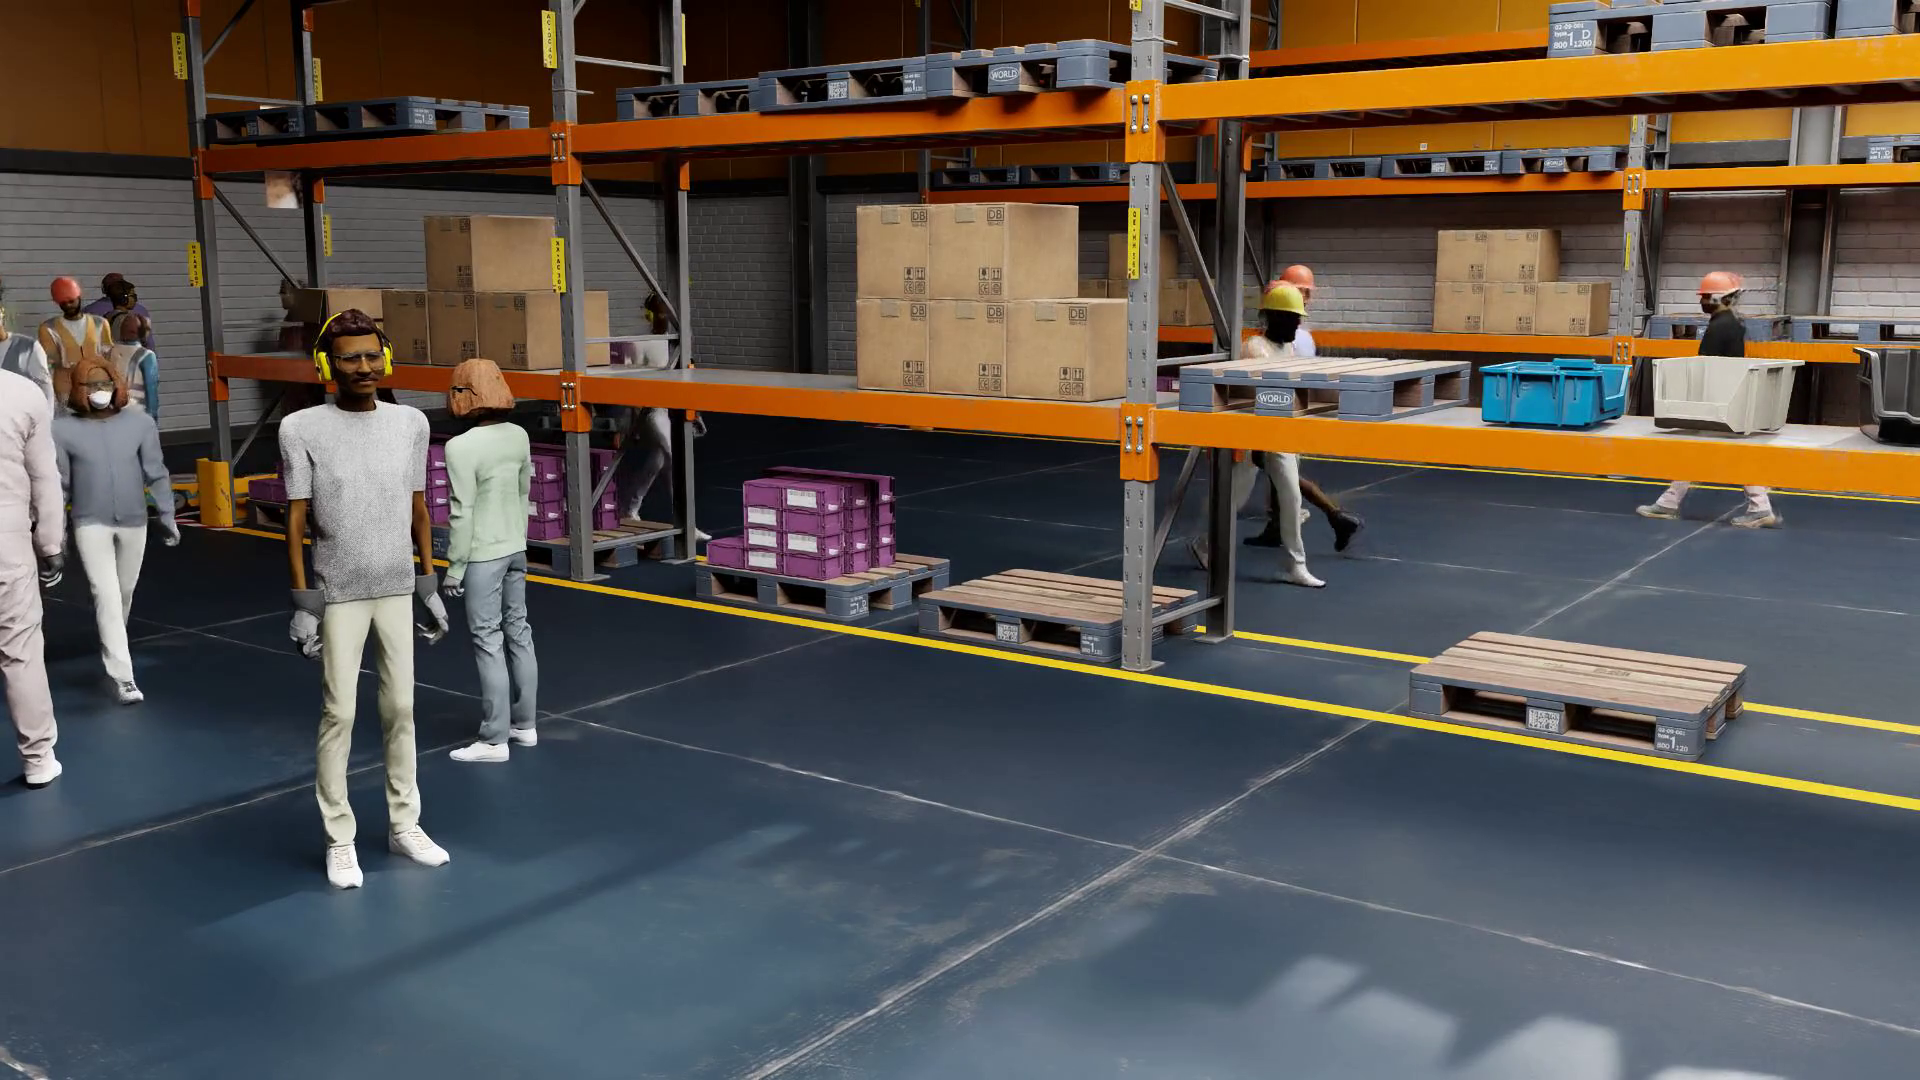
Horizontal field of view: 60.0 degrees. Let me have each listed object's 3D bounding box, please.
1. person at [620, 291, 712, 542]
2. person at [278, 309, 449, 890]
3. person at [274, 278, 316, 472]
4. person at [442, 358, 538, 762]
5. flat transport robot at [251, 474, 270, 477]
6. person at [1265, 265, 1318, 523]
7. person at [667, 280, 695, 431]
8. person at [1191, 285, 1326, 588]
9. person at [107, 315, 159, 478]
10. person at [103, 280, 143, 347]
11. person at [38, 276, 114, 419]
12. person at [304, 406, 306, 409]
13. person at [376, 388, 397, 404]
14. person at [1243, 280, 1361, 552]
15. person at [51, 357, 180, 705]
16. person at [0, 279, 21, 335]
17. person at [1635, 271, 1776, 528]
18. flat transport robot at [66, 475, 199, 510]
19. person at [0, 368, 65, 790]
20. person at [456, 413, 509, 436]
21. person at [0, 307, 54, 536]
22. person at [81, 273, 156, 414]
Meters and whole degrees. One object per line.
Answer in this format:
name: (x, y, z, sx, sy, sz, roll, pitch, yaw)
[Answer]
person: (-2.216, -0.916, 12.216, 1.005, 1.813, 0.507, 6, 11, 33)
person: (-1.934, 0.185, 5.444, 0.518, 1.872, 0.326, -9, 13, -42)
person: (-6.072, -1.521, 15.607, 0.889, 1.878, 0.653, -9, 13, -43)
person: (-1.913, 0.083, 6.755, 0.286, 1.633, 0.499, 3, 10, 18)
flat transport robot: (-5.369, -0.451, 13.988, 1.431, 0.197, 0.652, -4, 10, -23)
person: (2.552, -1.126, 12.892, 0.383, 1.992, 0.609, 4, 10, 20)
person: (-3.319, -2.221, 19.602, 0.388, 1.927, 0.589, -8, 12, -39)
person: (1.896, -0.672, 10.533, 0.598, 1.879, 0.986, -8, 12, -39)
person: (-6.702, -1.034, 13.567, 0.527, 1.580, 0.881, 5, 11, 27)
person: (-7.661, -1.461, 15.317, 0.514, 1.845, 0.336, 6, 12, 34)
person: (-7.438, -1.268, 14.039, 0.588, 1.911, 0.712, -8, 13, -40)
person: (-7.283, -1.929, 18.752, 0.518, 1.633, 0.311, -5, 11, -30)
person: (-6.748, -2.041, 19.306, 0.546, 1.672, 0.567, 9, 13, 44)
person: (2.371, -0.830, 11.439, 0.830, 1.907, 0.542, 6, 11, 30)
person: (-3.969, -0.064, 7.776, 0.871, 1.587, 0.504, 9, 13, 44)
person: (-8.531, -1.452, 14.972, 0.767, 1.955, 0.663, -1, 10, -8)
person: (5.802, -1.073, 12.736, 1.017, 1.952, 0.620, 5, 11, 30)
flat transport robot: (-6.756, -0.391, 13.627, 1.431, 0.197, 0.652, -4, 10, -22)
person: (-3.737, 0.029, 6.264, 0.655, 1.906, 0.407, -7, 12, -34)
person: (-4.243, -1.367, 14.639, 0.753, 1.881, 0.648, 3, 10, 19)
person: (-6.769, -0.840, 11.828, 0.607, 1.765, 0.897, -4, 10, -22)
person: (-8.304, -1.683, 16.464, 0.652, 1.906, 0.402, -3, 10, -17)
